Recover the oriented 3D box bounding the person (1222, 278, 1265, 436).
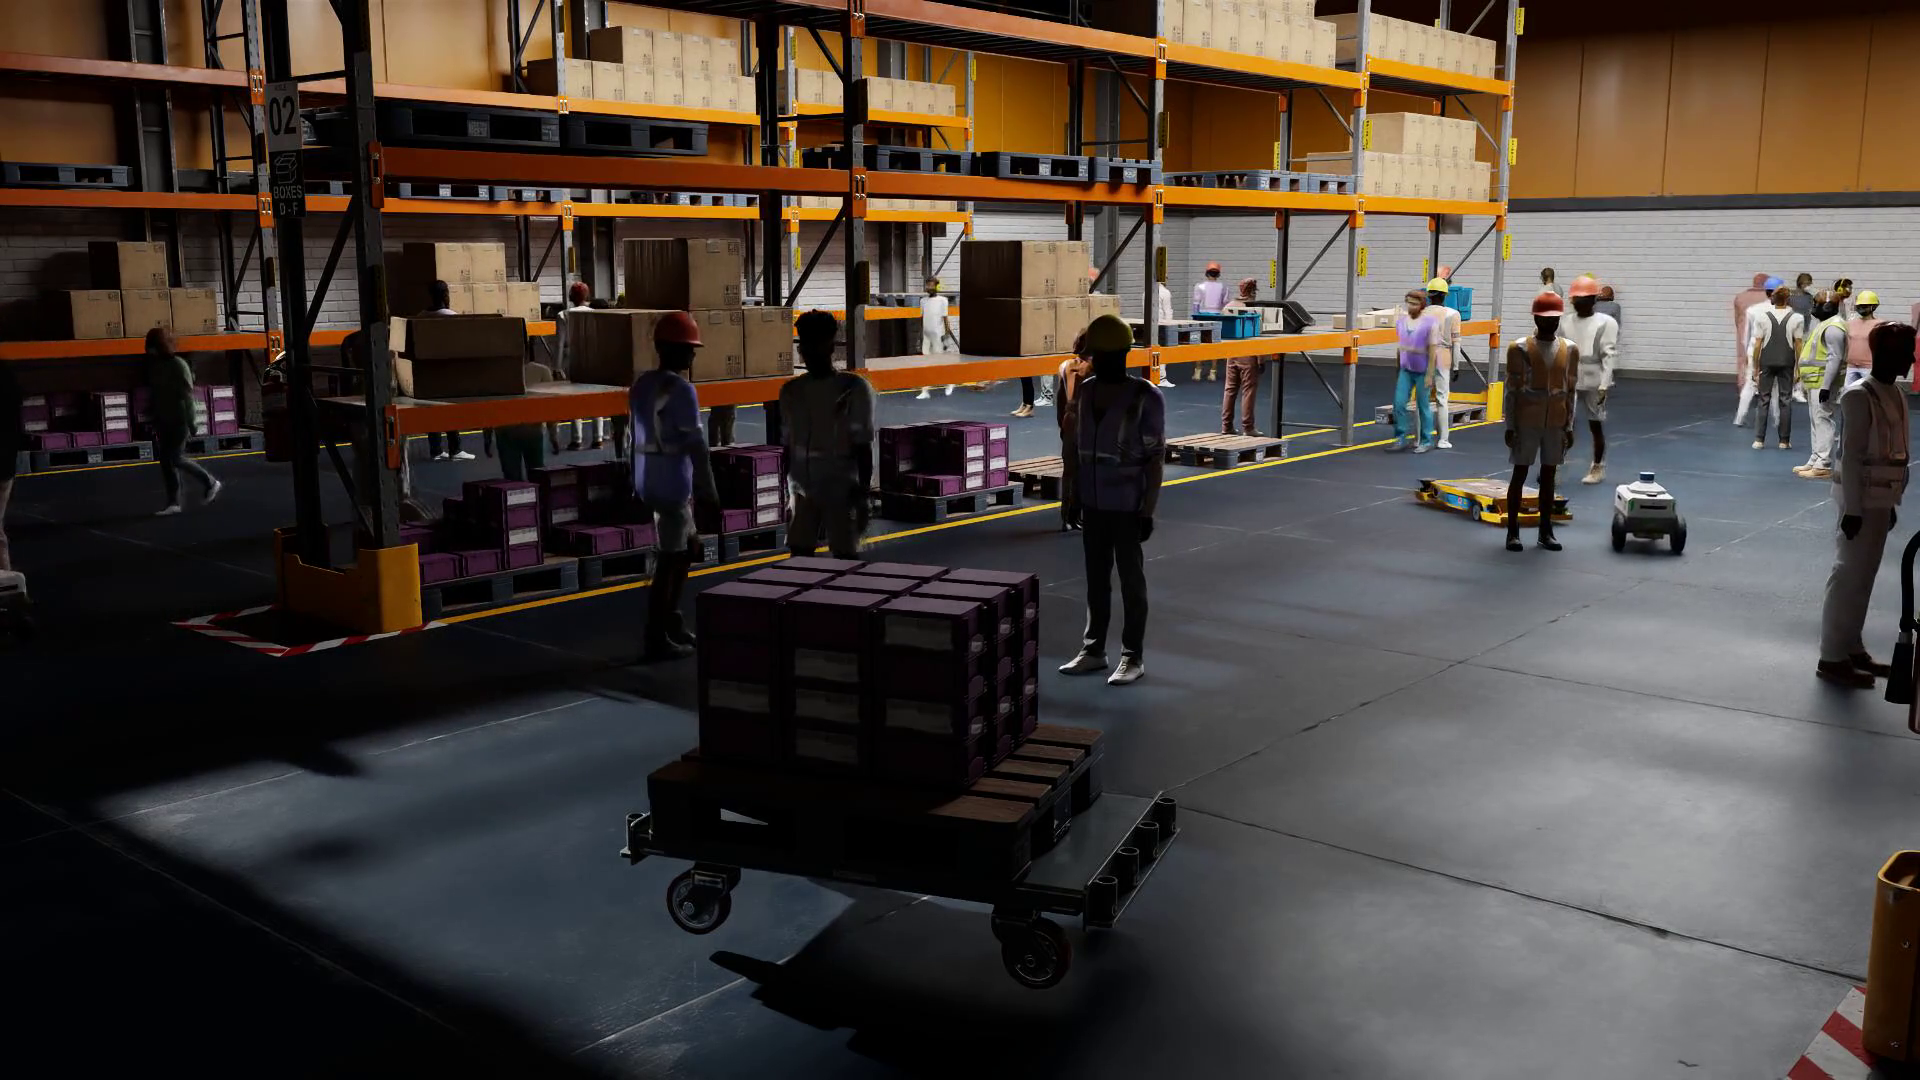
[{"bbox_3d":[3.437,-2.193,20.018,0.395,1.899,0.637,-9,13,-40],"label":"person"}]

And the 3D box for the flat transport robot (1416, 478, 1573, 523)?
[{"bbox_3d":[4.515,-0.350,14.136,0.652,0.197,1.431,-2,10,-12],"label":"flat transport robot"}]

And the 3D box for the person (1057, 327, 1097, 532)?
[{"bbox_3d":[0.989,-0.862,13.165,0.521,1.636,0.311,9,13,40],"label":"person"}]

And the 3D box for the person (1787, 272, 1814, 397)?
[{"bbox_3d":[12.730,-3.141,25.418,0.626,1.898,0.924,-4,11,-21],"label":"person"}]

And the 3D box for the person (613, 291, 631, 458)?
[{"bbox_3d":[-3.332,-1.606,16.844,0.592,1.833,0.404,8,13,40],"label":"person"}]

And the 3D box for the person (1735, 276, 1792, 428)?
[{"bbox_3d":[10.144,-2.351,20.895,0.907,1.909,0.626,-7,12,-35],"label":"person"}]

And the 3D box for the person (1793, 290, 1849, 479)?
[{"bbox_3d":[8.470,-1.527,16.367,0.429,1.841,0.633,3,11,19],"label":"person"}]

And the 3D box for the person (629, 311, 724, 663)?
[{"bbox_3d":[-1.528,-0.285,9.080,0.577,1.912,0.558,-7,12,-34],"label":"person"}]

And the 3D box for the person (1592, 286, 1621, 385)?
[{"bbox_3d":[10.609,-3.358,27.387,0.499,1.633,0.285,6,12,30],"label":"person"}]

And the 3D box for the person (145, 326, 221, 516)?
[{"bbox_3d":[-6.608,-1.011,14.081,0.524,1.615,0.475,6,12,32],"label":"person"}]

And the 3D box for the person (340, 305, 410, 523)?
[{"bbox_3d":[-4.758,-1.050,13.666,0.624,1.841,0.430,-1,10,-7],"label":"person"}]

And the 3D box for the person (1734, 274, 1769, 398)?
[{"bbox_3d":[12.028,-3.078,25.129,0.633,1.860,0.905,8,13,39],"label":"person"}]

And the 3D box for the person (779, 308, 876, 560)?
[{"bbox_3d":[-0.703,-0.289,9.031,0.622,1.938,0.753,5,11,25],"label":"person"}]

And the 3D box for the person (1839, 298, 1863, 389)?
[{"bbox_3d":[12.448,-2.614,23.219,0.767,1.611,0.499,6,11,30],"label":"person"}]

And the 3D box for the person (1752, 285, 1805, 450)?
[{"bbox_3d":[9.148,-1.924,18.634,0.505,1.840,0.346,5,11,26],"label":"person"}]

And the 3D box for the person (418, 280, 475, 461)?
[{"bbox_3d":[-5.501,-1.797,17.682,0.593,1.922,0.392,5,11,25],"label":"person"}]

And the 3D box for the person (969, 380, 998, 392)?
[{"bbox_3d":[0.363,-3.255,25.953,0.490,1.928,0.679,5,11,24],"label":"person"}]

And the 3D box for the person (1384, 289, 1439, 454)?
[{"bbox_3d":[4.959,-1.819,18.130,0.712,1.809,0.573,-8,13,-38],"label":"person"}]

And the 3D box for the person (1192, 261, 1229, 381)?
[{"bbox_3d":[4.230,-3.703,28.213,0.646,2.036,0.406,-1,10,-7],"label":"person"}]

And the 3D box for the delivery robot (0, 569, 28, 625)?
[{"bbox_3d":[-5.678,0.277,9.492,0.707,0.478,0.477,5,11,27],"label":"delivery robot"}]

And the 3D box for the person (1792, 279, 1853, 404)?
[{"bbox_3d":[12.618,-2.880,24.141,0.525,1.826,0.969,-7,12,-35],"label":"person"}]

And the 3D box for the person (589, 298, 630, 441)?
[{"bbox_3d":[-4.083,-1.986,19.453,0.456,1.669,0.568,-6,12,-31],"label":"person"}]

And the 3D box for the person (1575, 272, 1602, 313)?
[{"bbox_3d":[10.824,-3.694,28.728,0.591,1.834,0.404,-4,11,-20],"label":"person"}]

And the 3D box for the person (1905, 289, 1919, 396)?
[{"bbox_3d":[14.726,-3.077,25.406,0.523,1.769,0.316,-1,10,-8],"label":"person"}]

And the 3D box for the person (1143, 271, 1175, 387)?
[{"bbox_3d":[3.251,-3.434,27.045,0.407,1.908,0.641,-7,12,-33],"label":"person"}]

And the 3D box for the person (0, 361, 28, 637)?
[{"bbox_3d":[-5.631,-0.394,9.521,0.471,1.976,0.639,3,10,15],"label":"person"}]

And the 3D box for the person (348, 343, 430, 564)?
[{"bbox_3d":[-4.037,-0.591,11.694,0.522,1.616,0.740,8,13,38],"label":"person"}]

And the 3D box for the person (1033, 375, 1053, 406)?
[{"bbox_3d":[1.187,-2.795,23.870,0.297,1.744,0.487,-1,10,-5],"label":"person"}]

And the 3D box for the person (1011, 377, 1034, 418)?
[{"bbox_3d":[0.854,-2.477,22.179,0.321,1.699,0.535,-1,10,-6],"label":"person"}]

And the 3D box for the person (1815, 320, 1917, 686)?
[{"bbox_3d":[4.735,-0.196,8.666,0.585,1.882,0.337,-9,14,-43],"label":"person"}]

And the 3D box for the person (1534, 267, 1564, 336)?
[{"bbox_3d":[9.790,-3.571,27.745,0.627,1.934,0.372,-9,13,-41],"label":"person"}]

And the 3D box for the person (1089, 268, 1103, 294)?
[{"bbox_3d":[2.020,-3.390,26.730,0.943,1.945,0.655,-7,12,-35],"label":"person"}]

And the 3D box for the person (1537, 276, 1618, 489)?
[{"bbox_3d":[5.824,-1.470,15.624,0.612,1.985,1.048,9,13,42],"label":"person"}]

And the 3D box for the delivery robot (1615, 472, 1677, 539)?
[{"bbox_3d":[5.193,-0.269,12.603,0.477,0.478,0.707,2,10,13],"label":"delivery robot"}]

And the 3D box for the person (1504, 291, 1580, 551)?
[{"bbox_3d":[4.333,-0.880,12.411,0.544,1.939,0.354,0,10,-1],"label":"person"}]

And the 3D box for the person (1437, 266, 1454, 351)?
[{"bbox_3d":[6.977,-2.977,24.243,0.637,1.987,0.494,-2,10,-12],"label":"person"}]

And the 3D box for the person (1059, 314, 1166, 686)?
[{"bbox_3d":[0.786,-0.208,8.642,0.381,1.917,0.585,-10,14,-43],"label":"person"}]

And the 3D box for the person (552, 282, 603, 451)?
[{"bbox_3d":[-4.236,-1.937,18.605,0.603,1.877,0.356,-6,12,-33],"label":"person"}]

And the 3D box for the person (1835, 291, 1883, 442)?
[{"bbox_3d":[10.400,-1.984,19.188,0.312,1.769,0.525,-5,11,-28],"label":"person"}]

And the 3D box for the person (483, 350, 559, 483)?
[{"bbox_3d":[-3.297,-0.776,12.477,0.560,1.717,0.697,-3,10,-15],"label":"person"}]

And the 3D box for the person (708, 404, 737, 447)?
[{"bbox_3d":[-2.397,-1.629,16.983,0.404,1.828,0.600,-7,12,-36],"label":"person"}]

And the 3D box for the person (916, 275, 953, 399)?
[{"bbox_3d":[-0.406,-3.052,25.015,0.551,1.854,0.679,6,12,32],"label":"person"}]

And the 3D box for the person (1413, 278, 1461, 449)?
[{"bbox_3d":[5.324,-1.977,18.711,0.585,1.920,0.382,4,11,24],"label":"person"}]
